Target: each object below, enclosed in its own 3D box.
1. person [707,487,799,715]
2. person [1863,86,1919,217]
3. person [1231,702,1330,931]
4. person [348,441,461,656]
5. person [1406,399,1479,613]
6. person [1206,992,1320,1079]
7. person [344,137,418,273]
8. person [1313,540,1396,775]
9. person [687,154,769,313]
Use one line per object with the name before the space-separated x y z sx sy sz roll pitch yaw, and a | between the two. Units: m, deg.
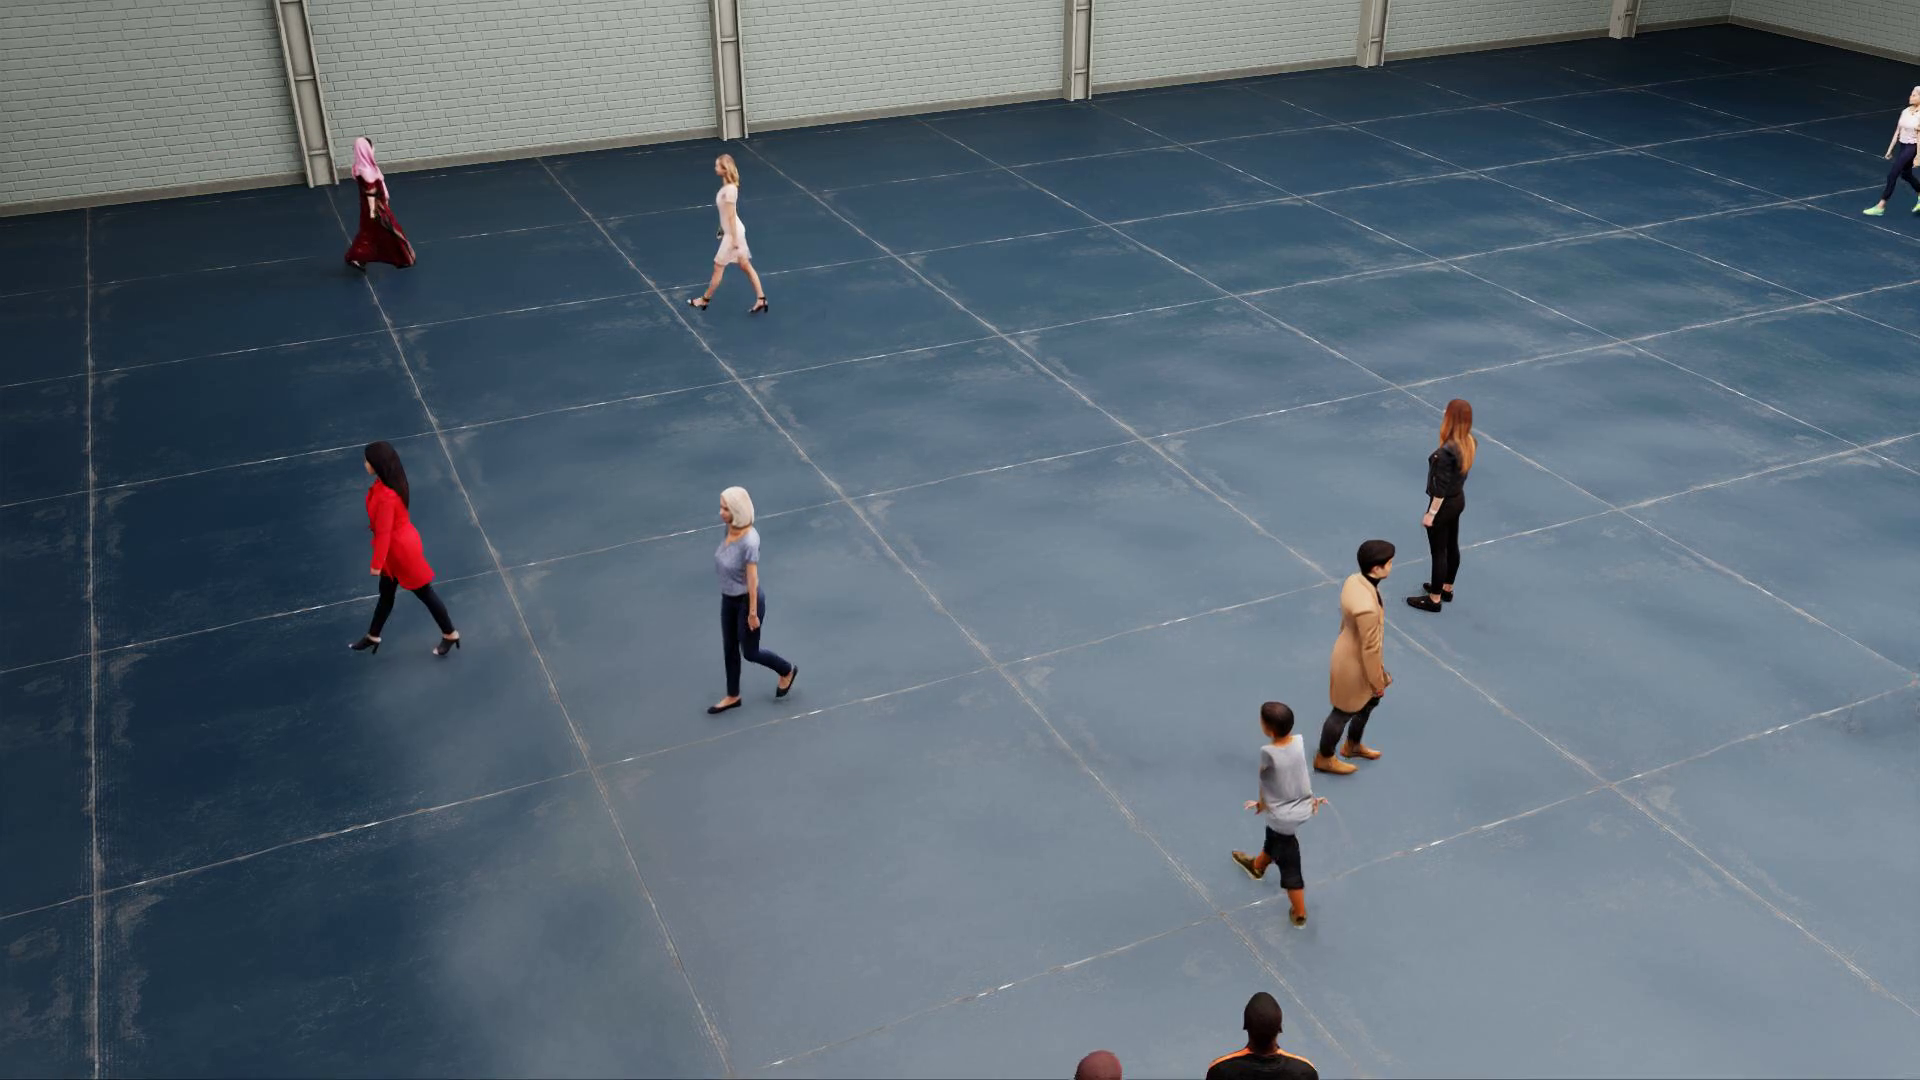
person | -1.409 0.400 11.339 0.919 1.708 0.652 -16 32 -27
person | 12.377 -5.020 21.558 1.217 1.670 0.897 -1 28 -2
person | 1.912 1.538 9.509 0.842 1.421 0.631 -8 29 -14
person | -3.889 0.110 11.884 1.050 1.709 0.733 -8 29 -15
person | 3.696 -0.266 12.585 0.736 1.712 0.592 24 36 37
person | 1.240 2.677 6.971 0.916 1.796 0.937 3 28 6
person | -6.957 -3.900 19.523 1.019 1.605 0.622 -13 31 -23
person | 2.447 0.765 10.648 0.848 1.713 0.797 4 28 8
person | -2.383 -3.302 18.208 1.188 1.787 0.912 0 28 1
